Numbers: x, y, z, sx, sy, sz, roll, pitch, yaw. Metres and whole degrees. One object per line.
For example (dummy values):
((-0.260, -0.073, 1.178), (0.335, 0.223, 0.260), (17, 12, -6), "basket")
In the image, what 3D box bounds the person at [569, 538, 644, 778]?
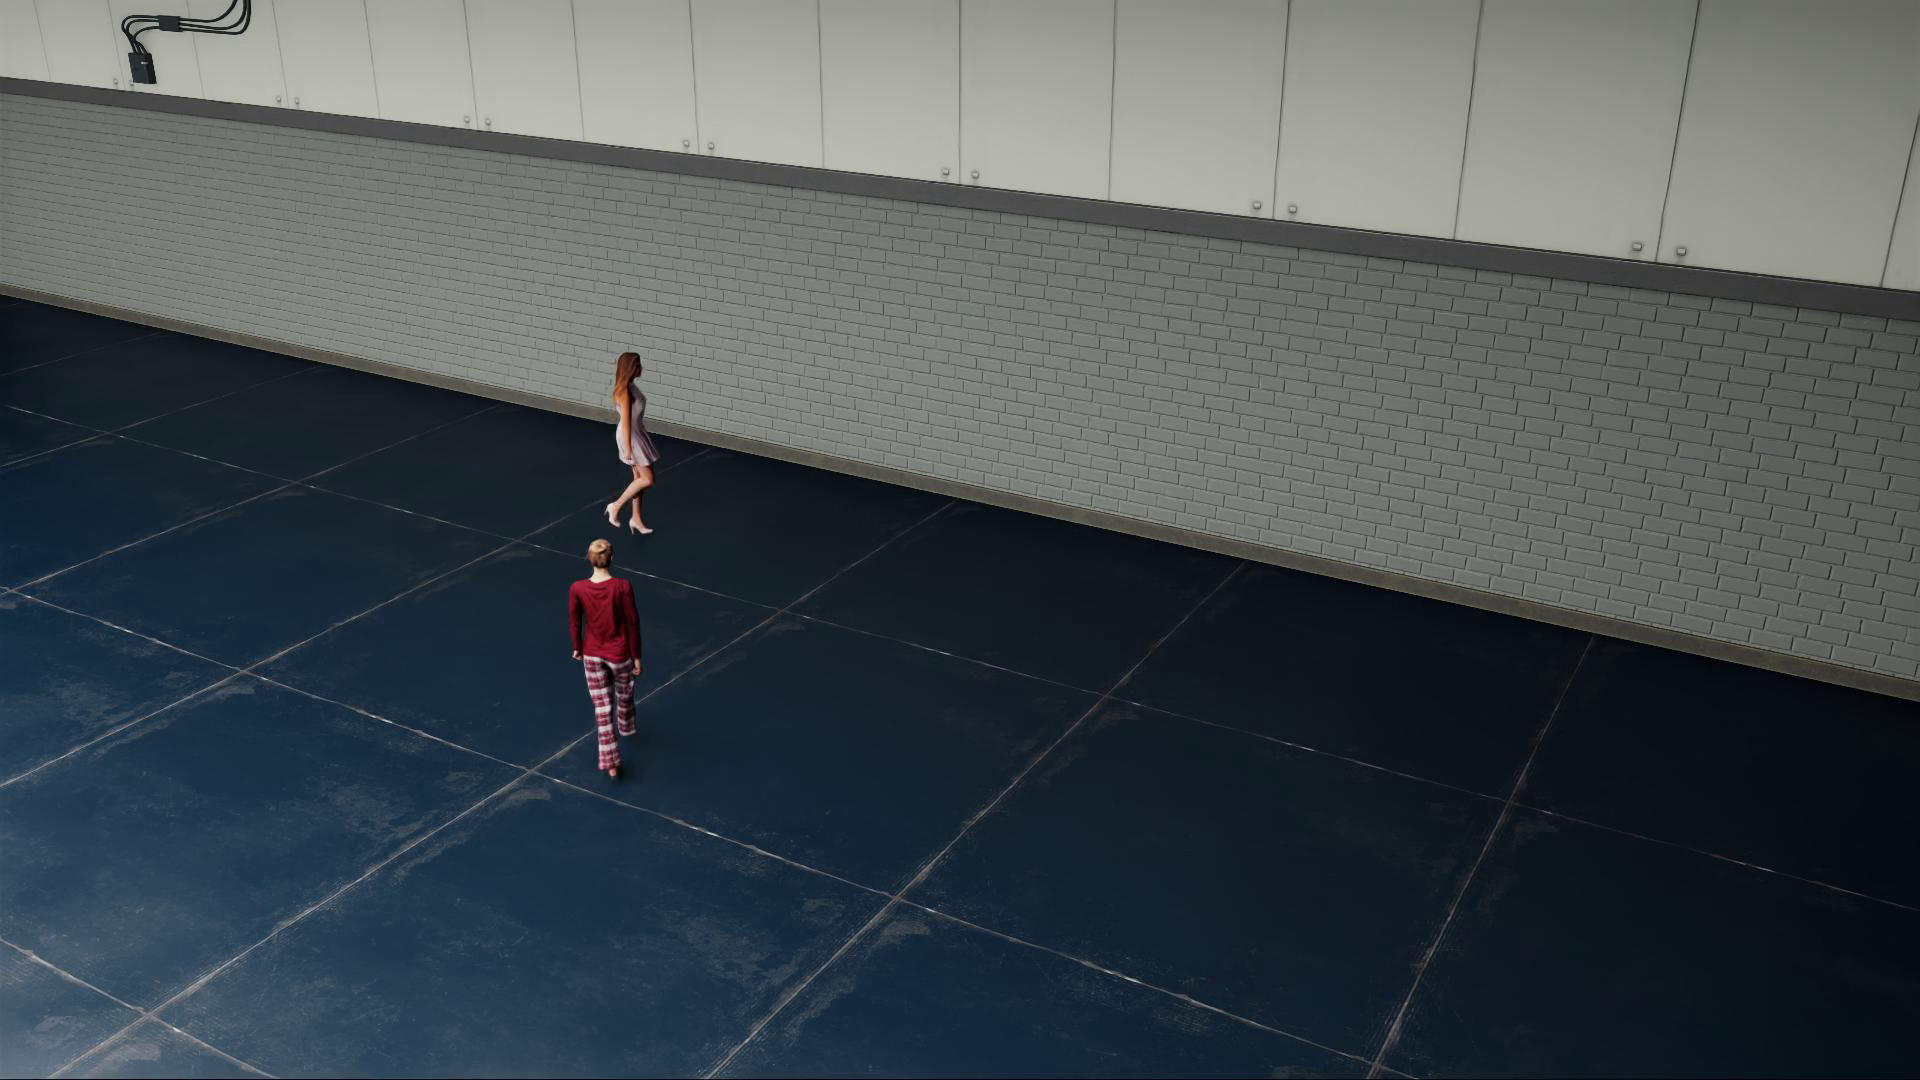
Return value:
((-2.409, 0.818, 11.320), (1.008, 1.654, 1.147), (-2, 23, -4), "person")

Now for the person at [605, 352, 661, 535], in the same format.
((-3.058, -0.851, 15.111), (0.836, 1.758, 0.811), (-2, 23, -6), "person")
